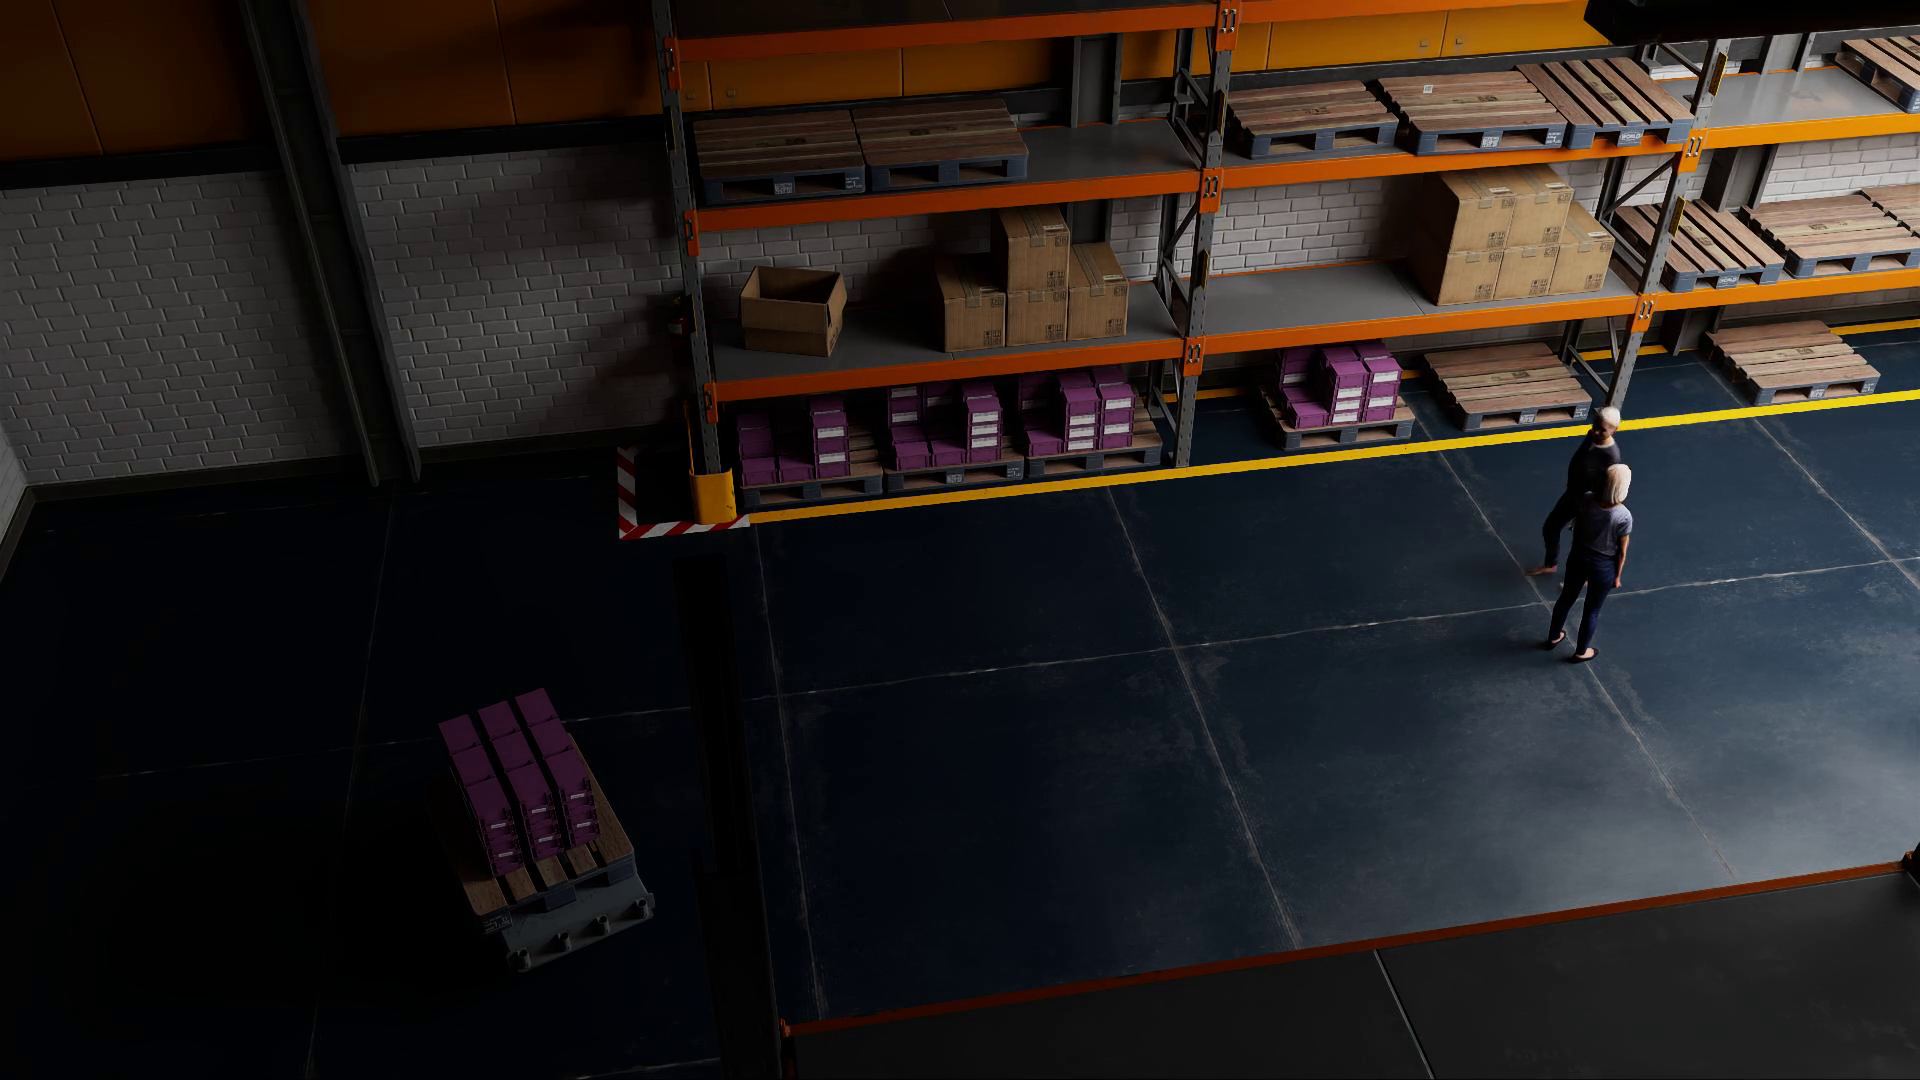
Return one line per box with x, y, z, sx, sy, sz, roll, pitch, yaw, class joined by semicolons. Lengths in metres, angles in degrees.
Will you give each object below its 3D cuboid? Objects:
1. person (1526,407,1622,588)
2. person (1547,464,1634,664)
4.856;-0.324;12.672;0.683;1.703;0.646;-8;39;-10;person
4.588;0.158;12.052;0.666;1.722;0.655;-28;46;-30;person
